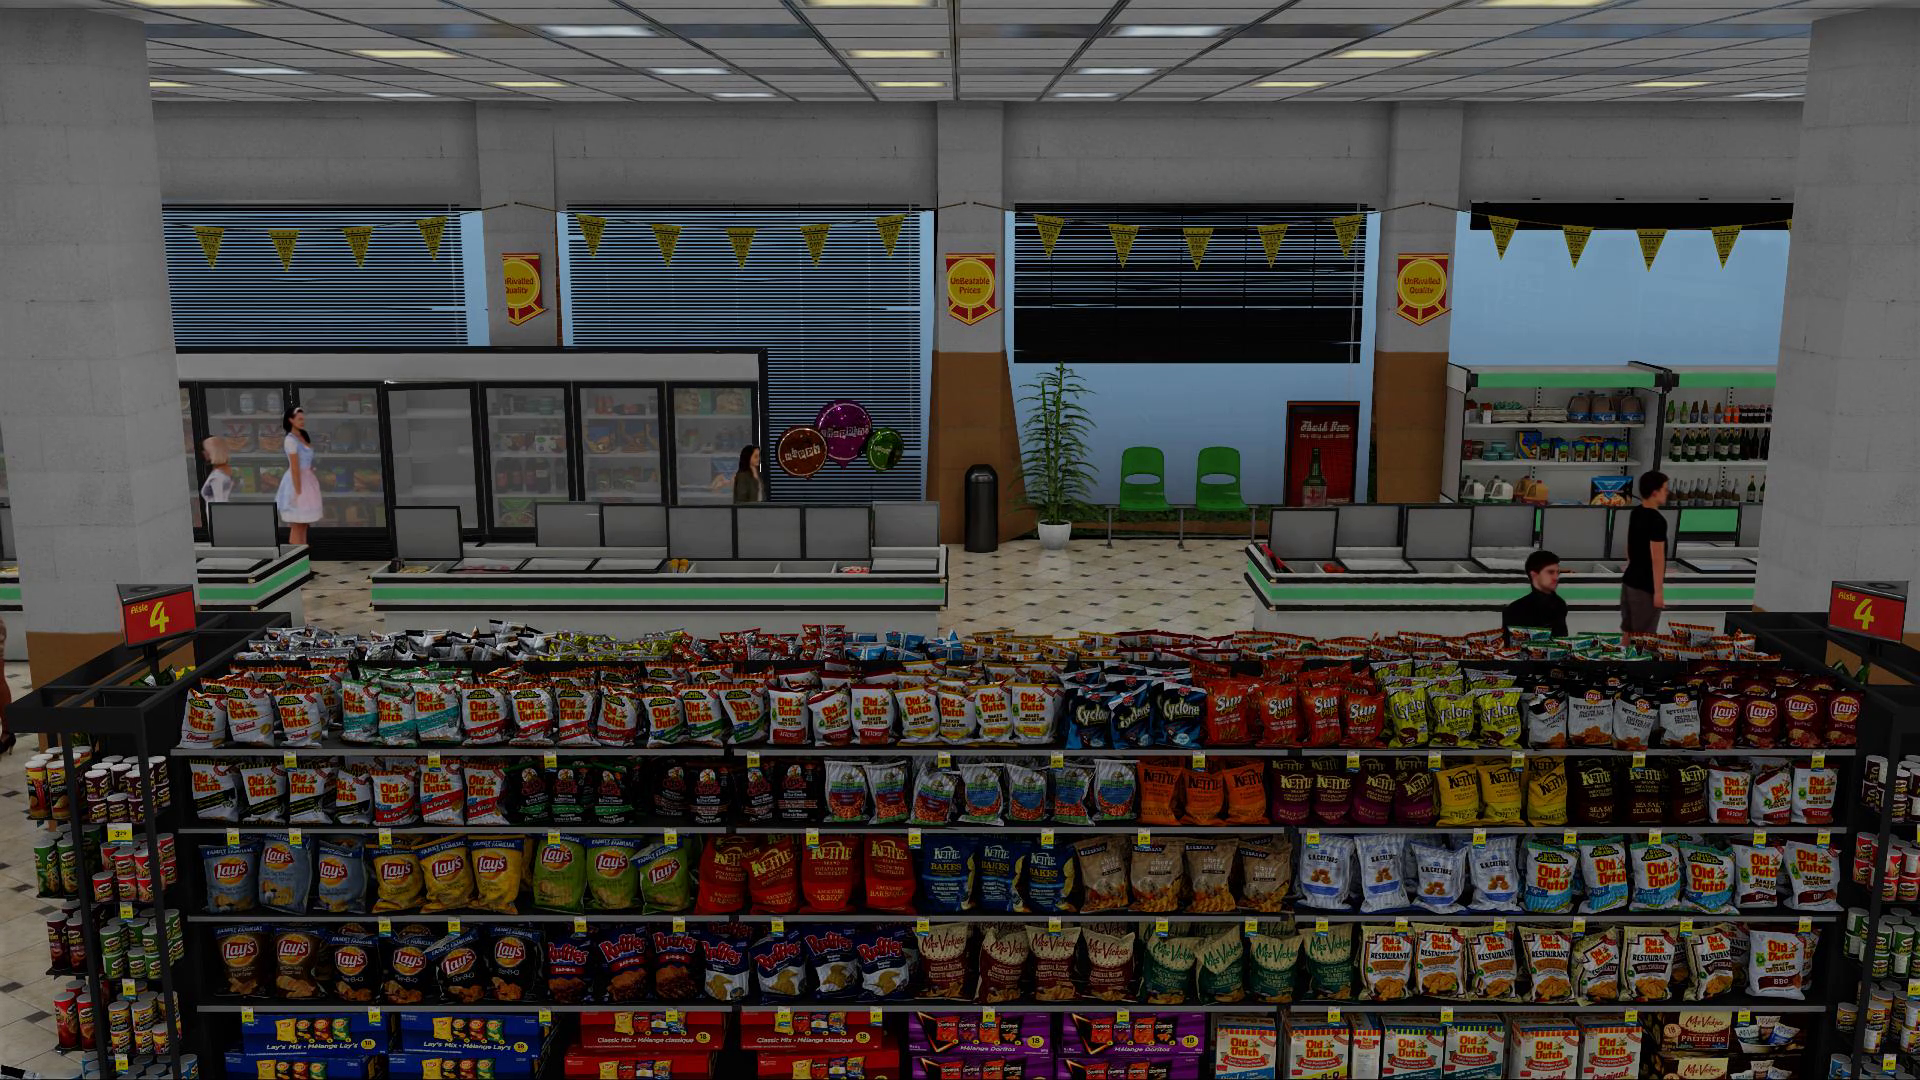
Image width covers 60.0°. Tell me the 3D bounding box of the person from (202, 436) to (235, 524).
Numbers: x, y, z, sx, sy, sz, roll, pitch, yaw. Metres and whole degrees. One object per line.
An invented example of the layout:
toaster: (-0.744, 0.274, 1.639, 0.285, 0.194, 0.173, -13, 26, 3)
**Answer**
person: (-7.076, -0.137, 15.982, 0.582, 1.751, 0.609, -3, 12, -14)

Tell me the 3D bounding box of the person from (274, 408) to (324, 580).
person: (-6.955, -0.494, 17.529, 0.727, 1.813, 0.710, -1, 12, -5)

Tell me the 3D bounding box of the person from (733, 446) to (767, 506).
person: (-2.207, -0.239, 17.171, 0.975, 1.461, 0.835, 6, 13, 28)

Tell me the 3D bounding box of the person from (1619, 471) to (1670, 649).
person: (5.482, 0.356, 13.375, 0.576, 1.861, 0.664, 0, 12, -2)

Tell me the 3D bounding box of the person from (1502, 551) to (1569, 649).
person: (3.574, 0.970, 10.640, 1.216, 1.786, 1.172, -7, 14, -32)
